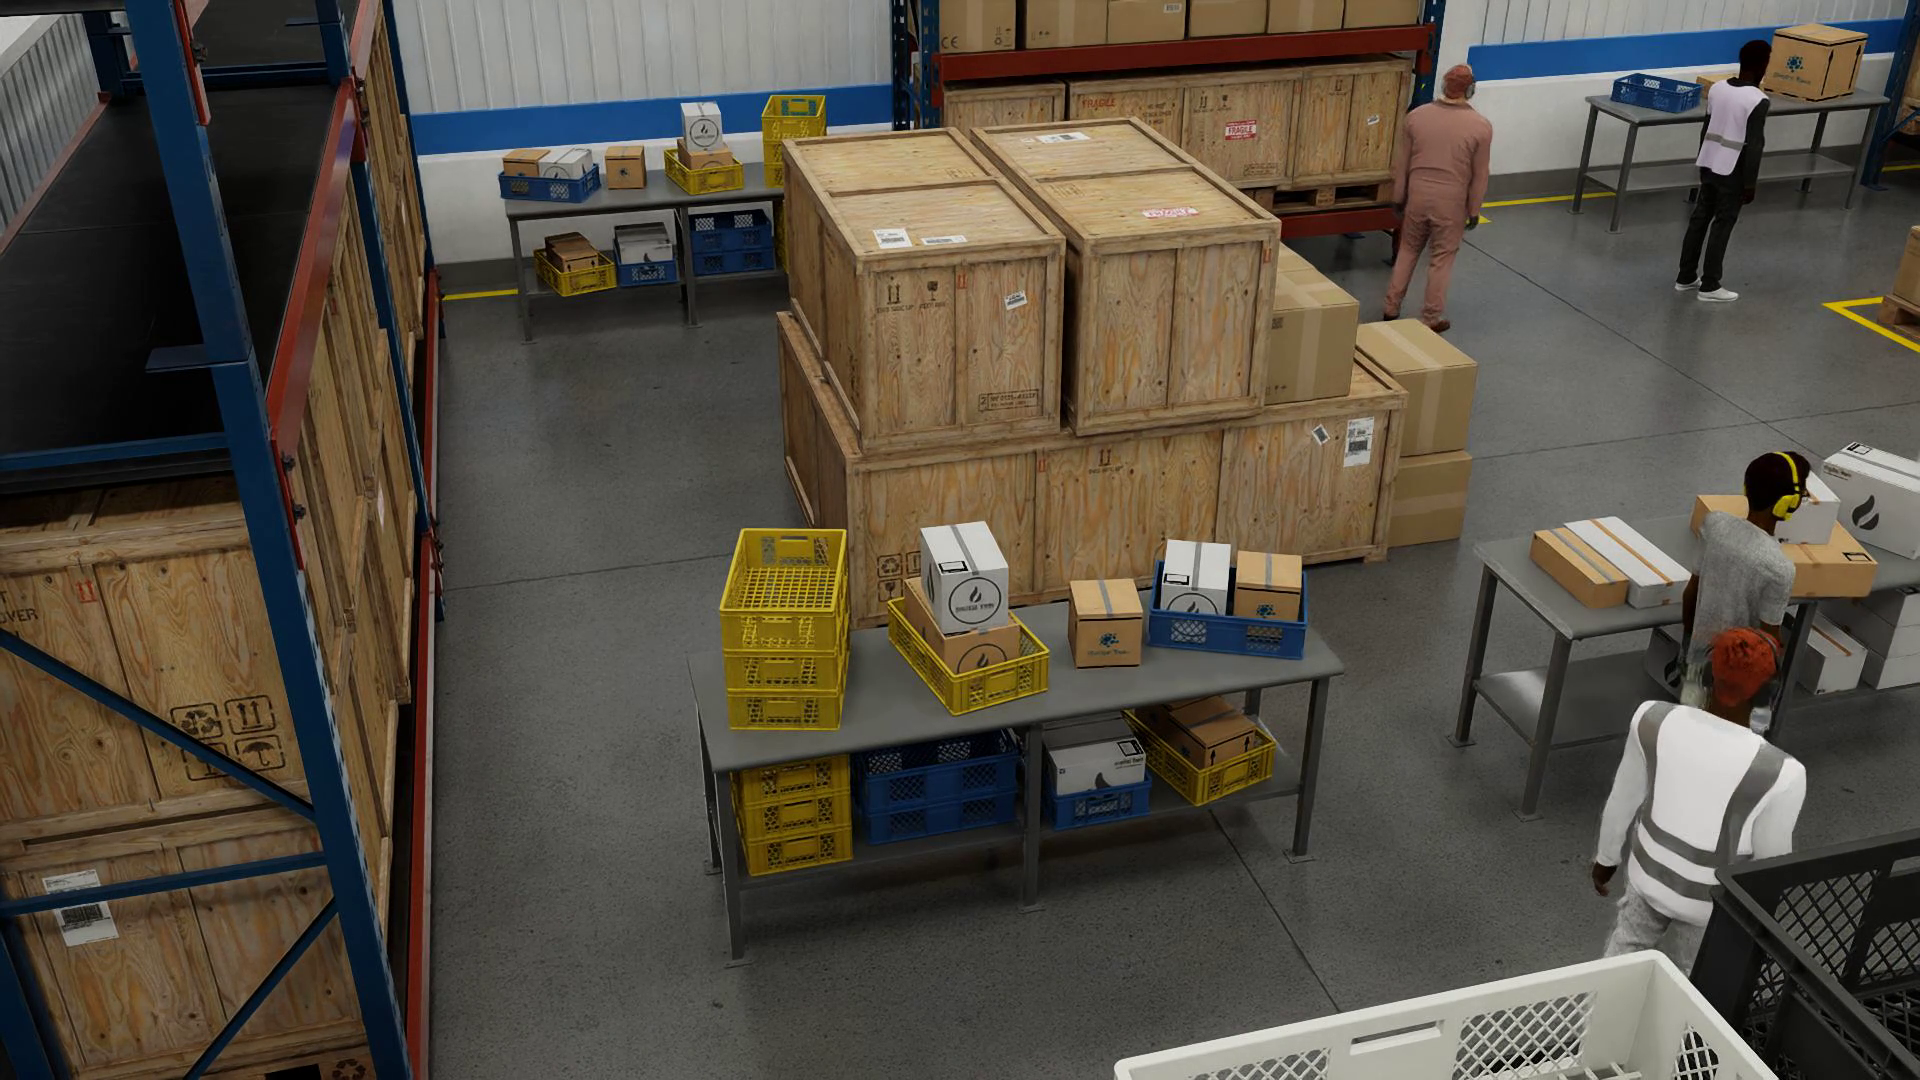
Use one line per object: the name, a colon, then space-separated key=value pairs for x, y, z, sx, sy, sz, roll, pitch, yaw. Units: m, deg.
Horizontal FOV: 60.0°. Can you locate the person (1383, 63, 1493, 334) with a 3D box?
person: x=3.399 y=-2.405 z=11.801 sx=0.643 sy=1.892 sz=0.412 roll=20 pitch=35 yaw=32

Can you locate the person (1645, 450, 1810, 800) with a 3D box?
person: x=3.017 y=0.506 z=6.530 sx=0.328 sy=1.867 sz=0.509 roll=-9 pitch=30 yaw=-15

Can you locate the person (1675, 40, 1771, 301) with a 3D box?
person: x=5.693 y=-2.739 z=12.366 sx=0.391 sy=1.919 sz=0.593 roll=-8 pitch=30 yaw=-15

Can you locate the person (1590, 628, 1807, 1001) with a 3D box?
person: x=2.384 y=1.113 z=5.429 sx=0.433 sy=1.873 sz=0.603 roll=-20 pitch=34 yaw=-32
